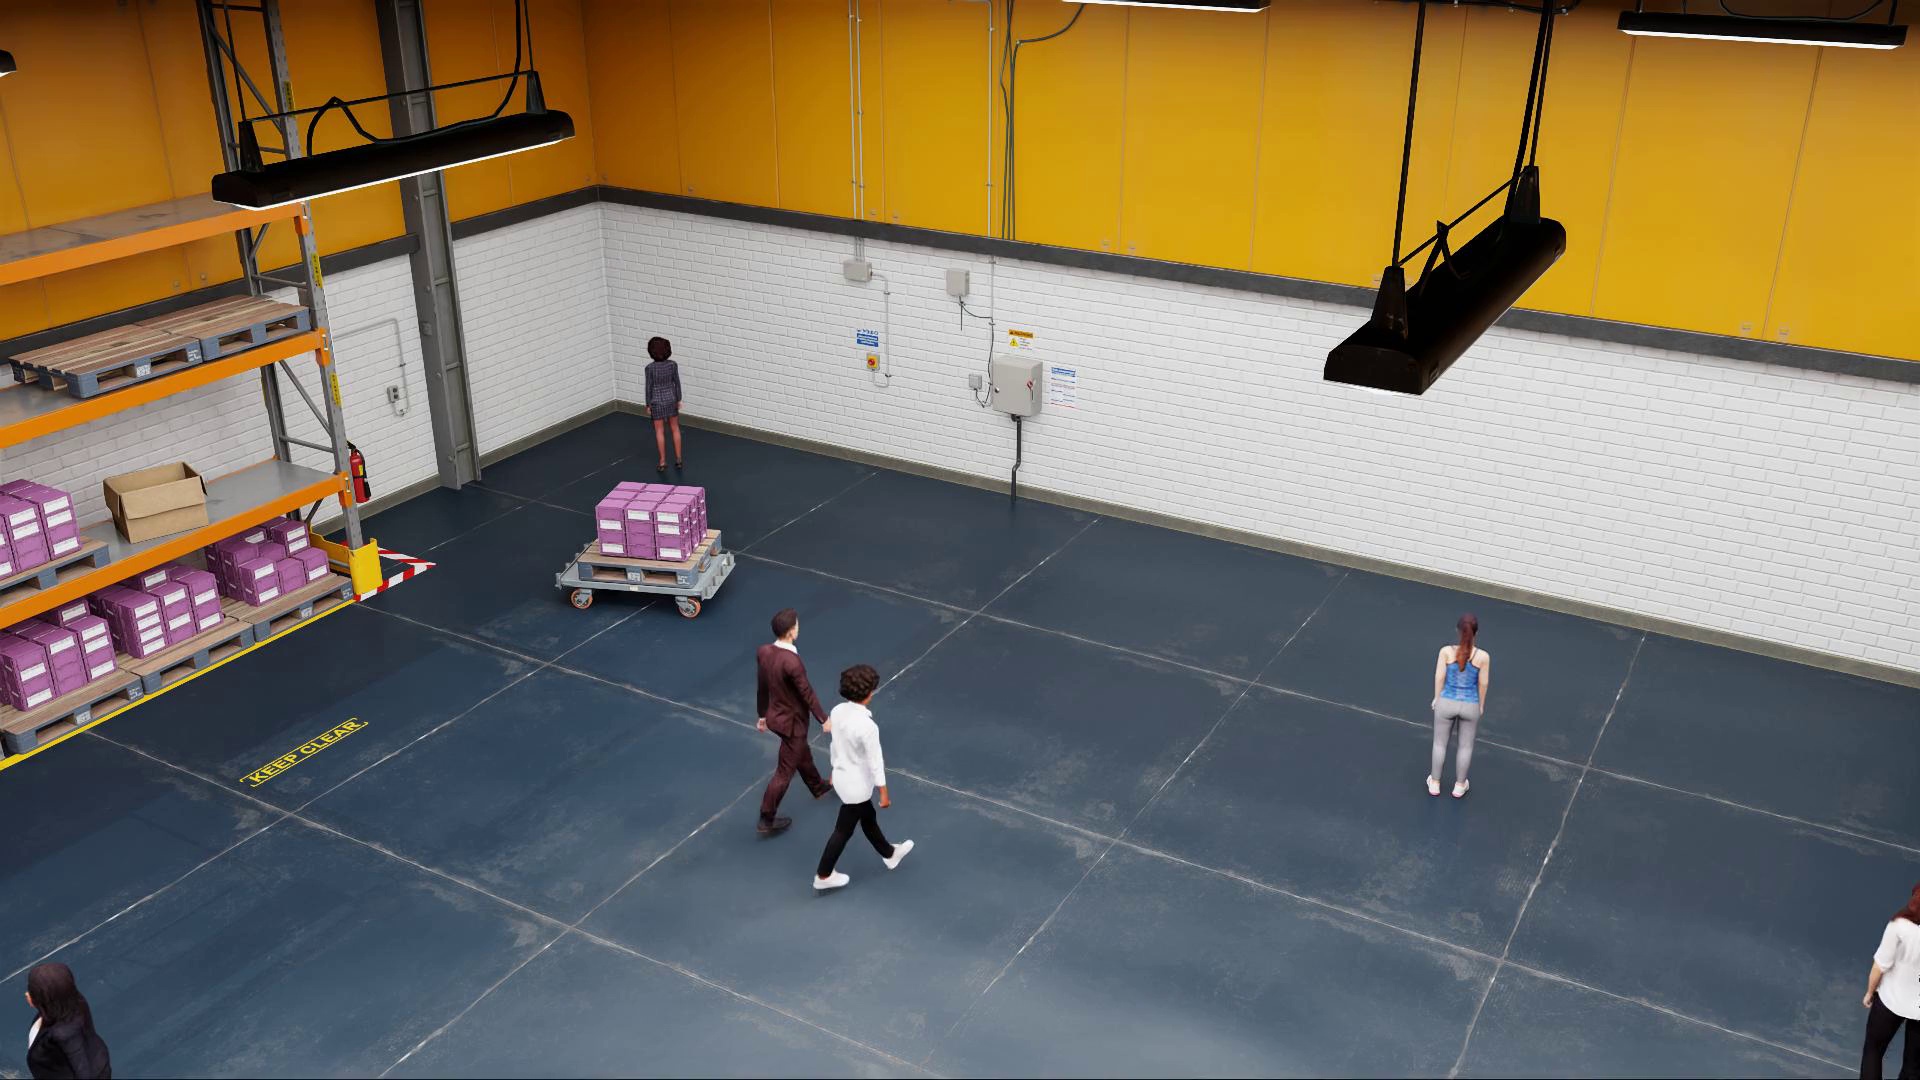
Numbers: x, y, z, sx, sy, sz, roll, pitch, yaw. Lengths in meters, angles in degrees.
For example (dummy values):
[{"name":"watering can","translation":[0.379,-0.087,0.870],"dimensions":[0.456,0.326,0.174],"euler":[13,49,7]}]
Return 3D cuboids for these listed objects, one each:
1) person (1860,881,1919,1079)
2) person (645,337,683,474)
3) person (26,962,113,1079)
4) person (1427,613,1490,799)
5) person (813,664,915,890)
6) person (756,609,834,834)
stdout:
[{"name":"person","translation":[5.655,2.795,9.908],"dimensions":[0.656,1.794,0.658],"euler":[10,26,23]},{"name":"person","translation":[-3.594,-1.644,20.178],"dimensions":[0.643,1.702,0.760],"euler":[-14,27,-29]},{"name":"person","translation":[-5.016,3.069,9.502],"dimensions":[0.776,1.616,0.753],"euler":[-14,27,-30]},{"name":"person","translation":[4.033,1.339,13.467],"dimensions":[0.615,1.610,0.616],"euler":[7,24,15]},{"name":"person","translation":[-0.845,1.807,12.216],"dimensions":[1.205,1.755,0.984],"euler":[-15,28,-31]},{"name":"person","translation":[-1.389,1.456,12.942],"dimensions":[1.268,1.817,0.962],"euler":[-19,30,-36]}]
